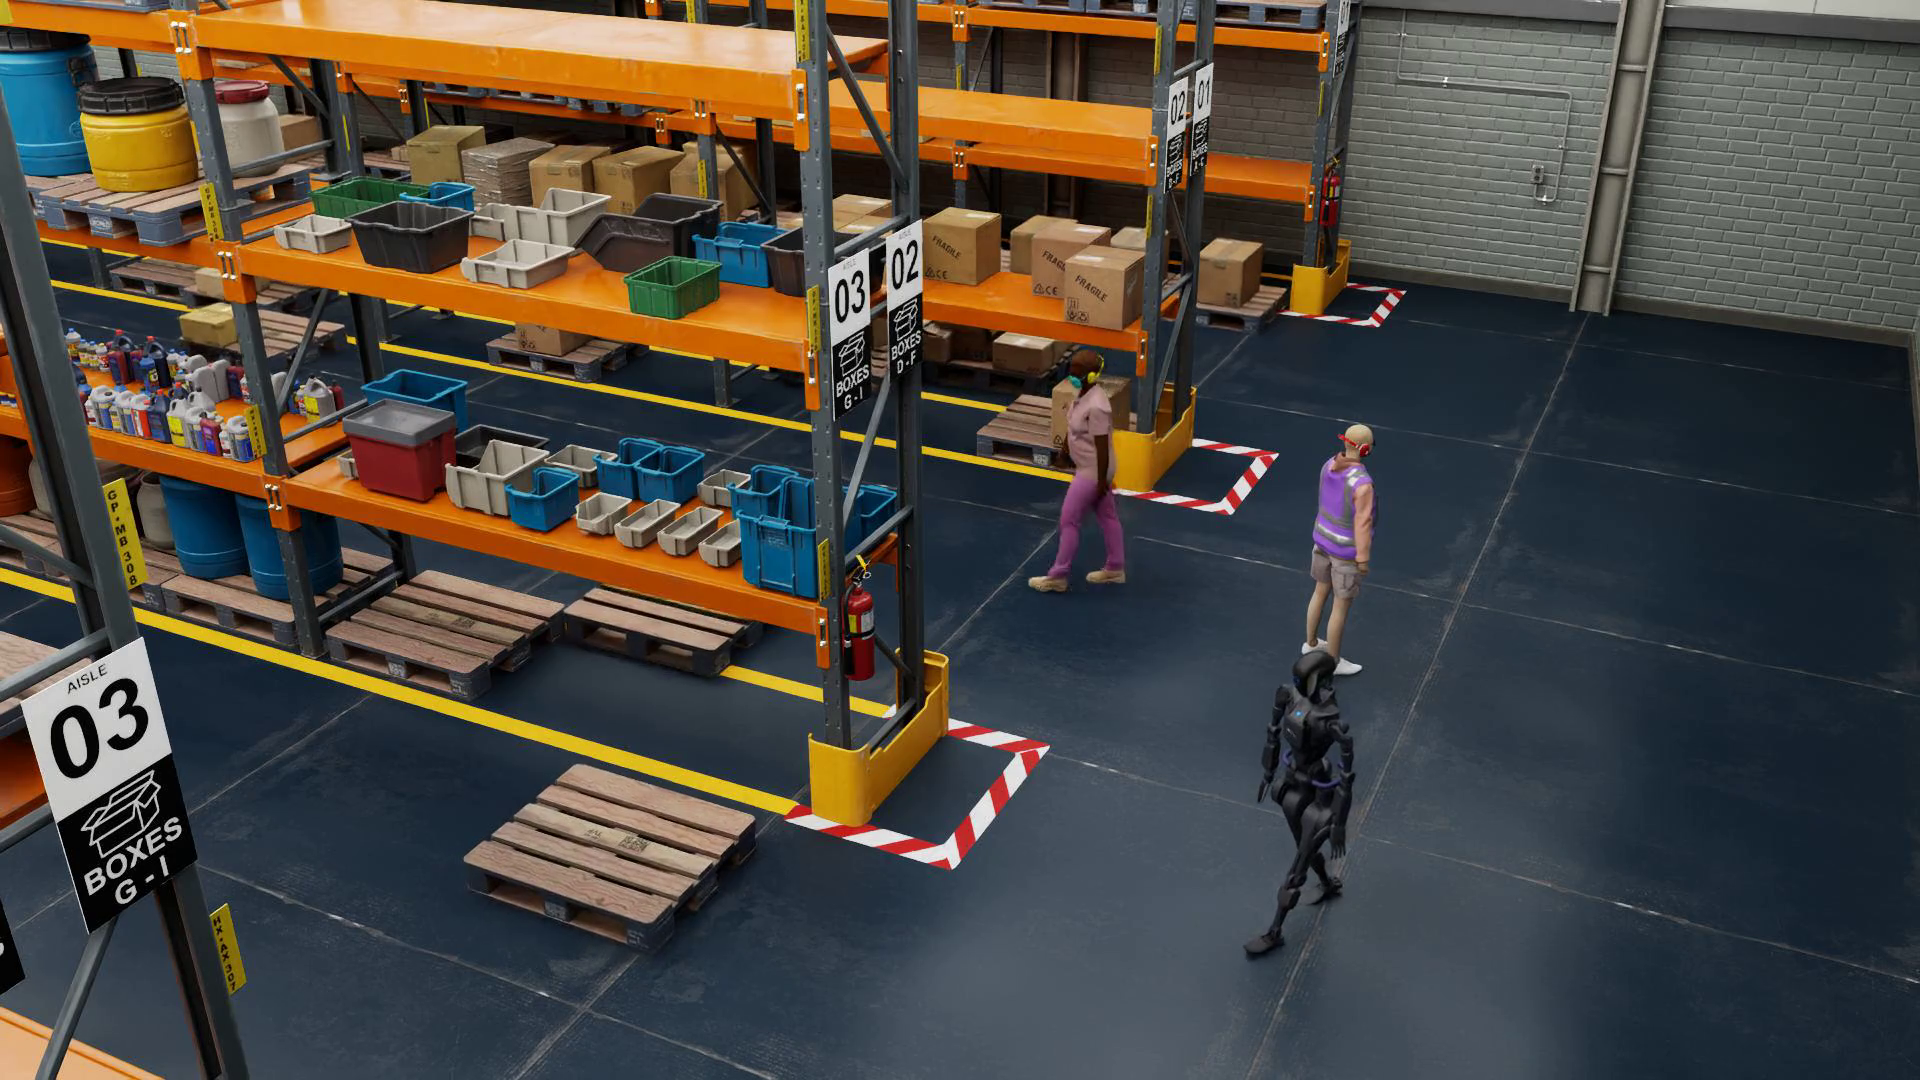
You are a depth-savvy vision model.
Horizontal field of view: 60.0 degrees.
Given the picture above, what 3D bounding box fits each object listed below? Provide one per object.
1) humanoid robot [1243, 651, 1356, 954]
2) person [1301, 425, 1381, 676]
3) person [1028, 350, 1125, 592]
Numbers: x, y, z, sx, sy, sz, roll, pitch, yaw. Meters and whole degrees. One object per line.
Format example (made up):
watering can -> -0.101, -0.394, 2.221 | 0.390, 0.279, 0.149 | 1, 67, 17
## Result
humanoid robot -> 1.721, 1.248, 8.240 | 0.783, 1.623, 0.609 | -17, 31, -30
person -> 2.427, 0.059, 10.587 | 0.347, 1.688, 0.491 | -10, 28, -20
person -> 0.815, -0.483, 11.588 | 0.830, 1.760, 0.486 | -1, 26, -1
